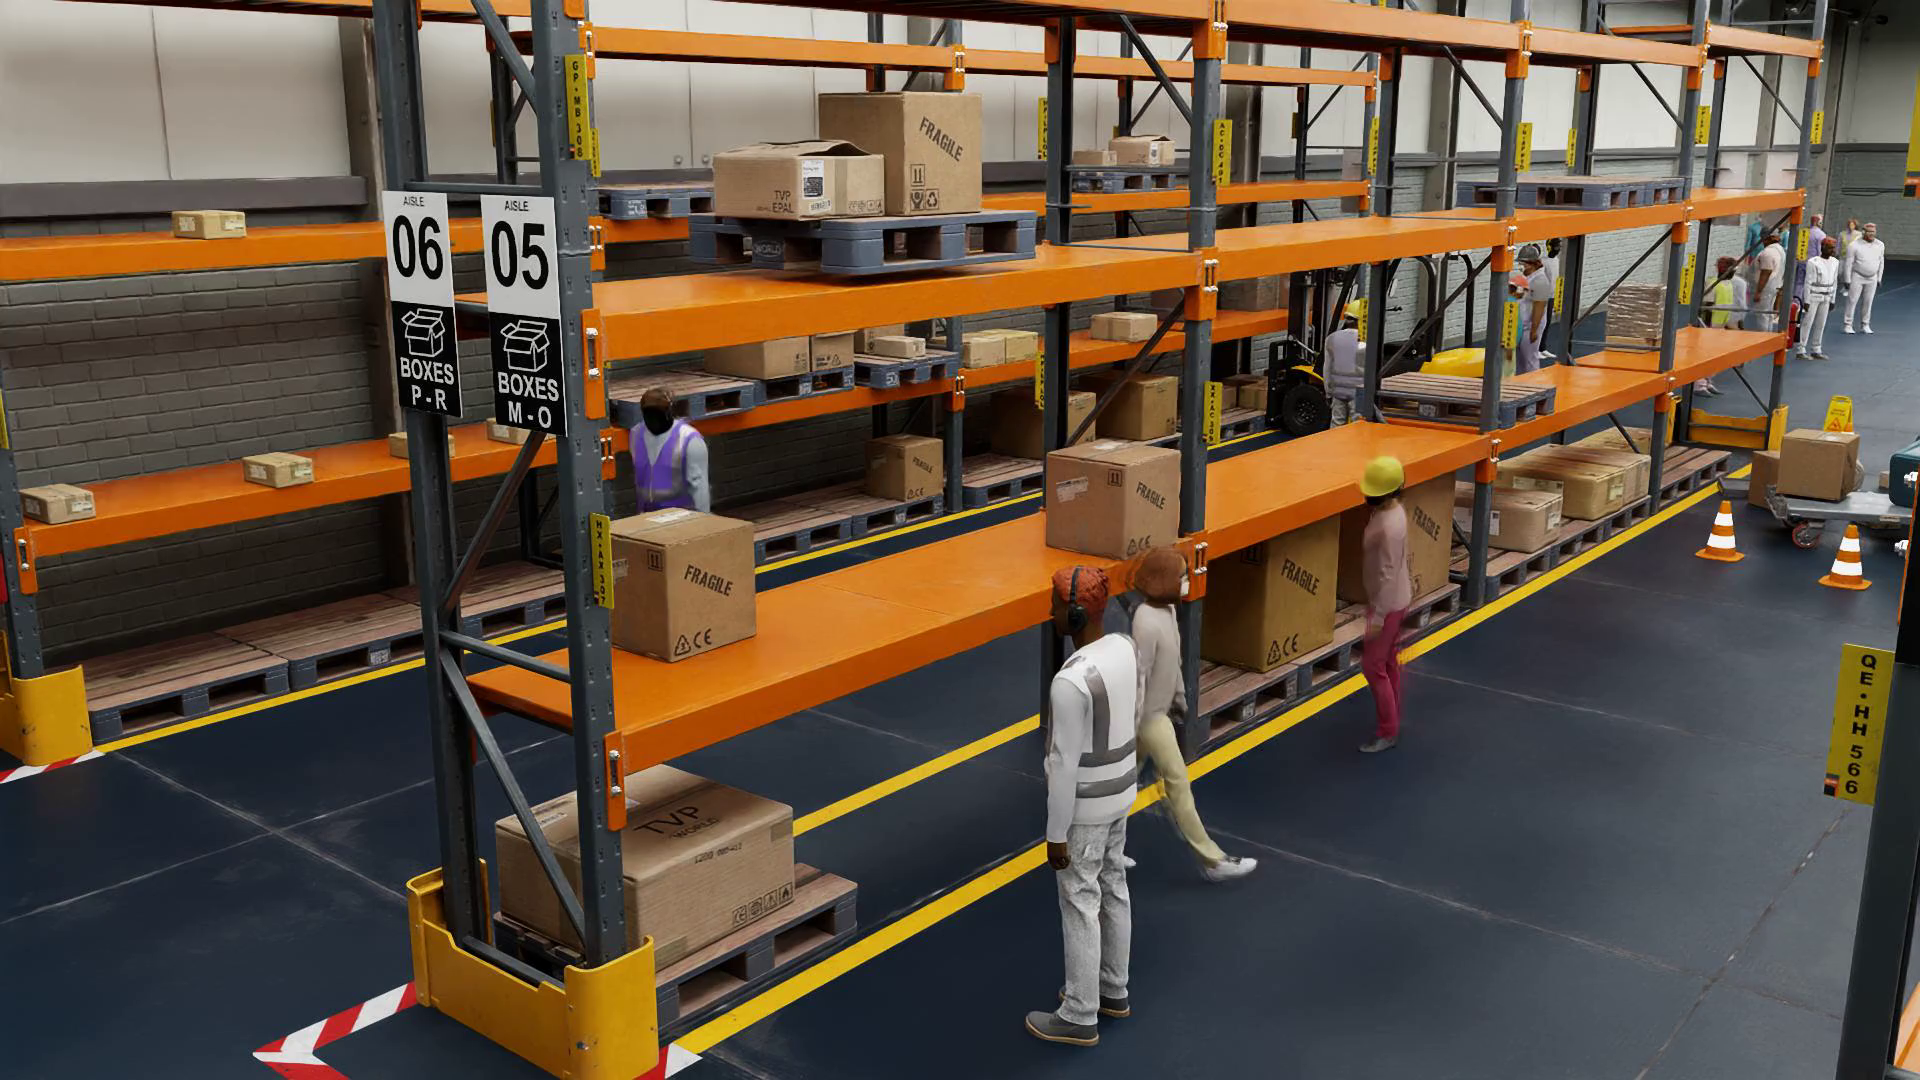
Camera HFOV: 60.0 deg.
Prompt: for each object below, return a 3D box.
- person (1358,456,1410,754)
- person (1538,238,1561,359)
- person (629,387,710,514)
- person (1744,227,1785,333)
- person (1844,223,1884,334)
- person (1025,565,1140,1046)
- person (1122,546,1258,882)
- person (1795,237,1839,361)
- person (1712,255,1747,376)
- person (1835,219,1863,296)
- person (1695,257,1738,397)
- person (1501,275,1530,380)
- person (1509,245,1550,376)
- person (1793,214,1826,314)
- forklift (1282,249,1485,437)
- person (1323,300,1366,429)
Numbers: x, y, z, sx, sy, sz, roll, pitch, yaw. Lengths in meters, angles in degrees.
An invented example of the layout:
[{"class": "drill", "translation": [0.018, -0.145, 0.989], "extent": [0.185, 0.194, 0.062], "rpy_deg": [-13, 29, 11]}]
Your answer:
[{"class": "person", "translation": [2.380, 0.334, 9.383], "extent": [0.318, 1.715, 0.747], "rpy_deg": [4, 14, 16]}, {"class": "person", "translation": [9.040, -3.723, 25.583], "extent": [0.535, 1.868, 0.309], "rpy_deg": [-12, 18, -41]}, {"class": "person", "translation": [-1.936, -0.209, 11.498], "extent": [0.629, 1.780, 0.967], "rpy_deg": [5, 15, 21]}, {"class": "person", "translation": [12.631, -3.964, 26.208], "extent": [0.538, 2.000, 0.683], "rpy_deg": [11, 18, 38]}, {"class": "person", "translation": [15.616, -4.512, 28.744], "extent": [0.649, 1.902, 0.400], "rpy_deg": [0, 14, 0]}, {"class": "person", "translation": [0.482, 1.003, 6.323], "extent": [0.358, 1.880, 0.575], "rpy_deg": [8, 16, 29]}, {"class": "person", "translation": [0.969, 0.807, 7.686], "extent": [0.854, 1.584, 0.521], "rpy_deg": [4, 14, 15]}, {"class": "person", "translation": [13.093, -3.667, 25.351], "extent": [0.573, 1.877, 0.353], "rpy_deg": [-4, 14, -18]}, {"class": "person", "translation": [10.976, -3.198, 23.727], "extent": [0.667, 1.728, 0.582], "rpy_deg": [-9, 17, -33]}, {"class": "person", "translation": [18.884, -6.000, 35.352], "extent": [0.381, 1.621, 0.536], "rpy_deg": [-12, 18, -41]}, {"class": "person", "translation": [9.957, -2.812, 21.967], "extent": [0.608, 1.828, 0.385], "rpy_deg": [-13, 19, -43]}, {"class": "person", "translation": [6.786, -2.408, 20.539], "extent": [0.400, 1.721, 0.597], "rpy_deg": [3, 14, 13]}, {"class": "person", "translation": [7.227, -2.768, 21.340], "extent": [0.535, 2.000, 0.686], "rpy_deg": [-1, 14, -4]}, {"class": "person", "translation": [16.347, -5.296, 31.939], "extent": [0.396, 1.899, 0.669], "rpy_deg": [-3, 14, -14]}, {"class": "forklift", "translation": [4.886, -2.214, 18.767], "extent": [2.313, 2.155, 1.214], "rpy_deg": [11, 18, 38]}, {"class": "person", "translation": [3.871, -1.450, 16.414], "extent": [0.593, 1.826, 0.403], "rpy_deg": [13, 19, 42]}]
